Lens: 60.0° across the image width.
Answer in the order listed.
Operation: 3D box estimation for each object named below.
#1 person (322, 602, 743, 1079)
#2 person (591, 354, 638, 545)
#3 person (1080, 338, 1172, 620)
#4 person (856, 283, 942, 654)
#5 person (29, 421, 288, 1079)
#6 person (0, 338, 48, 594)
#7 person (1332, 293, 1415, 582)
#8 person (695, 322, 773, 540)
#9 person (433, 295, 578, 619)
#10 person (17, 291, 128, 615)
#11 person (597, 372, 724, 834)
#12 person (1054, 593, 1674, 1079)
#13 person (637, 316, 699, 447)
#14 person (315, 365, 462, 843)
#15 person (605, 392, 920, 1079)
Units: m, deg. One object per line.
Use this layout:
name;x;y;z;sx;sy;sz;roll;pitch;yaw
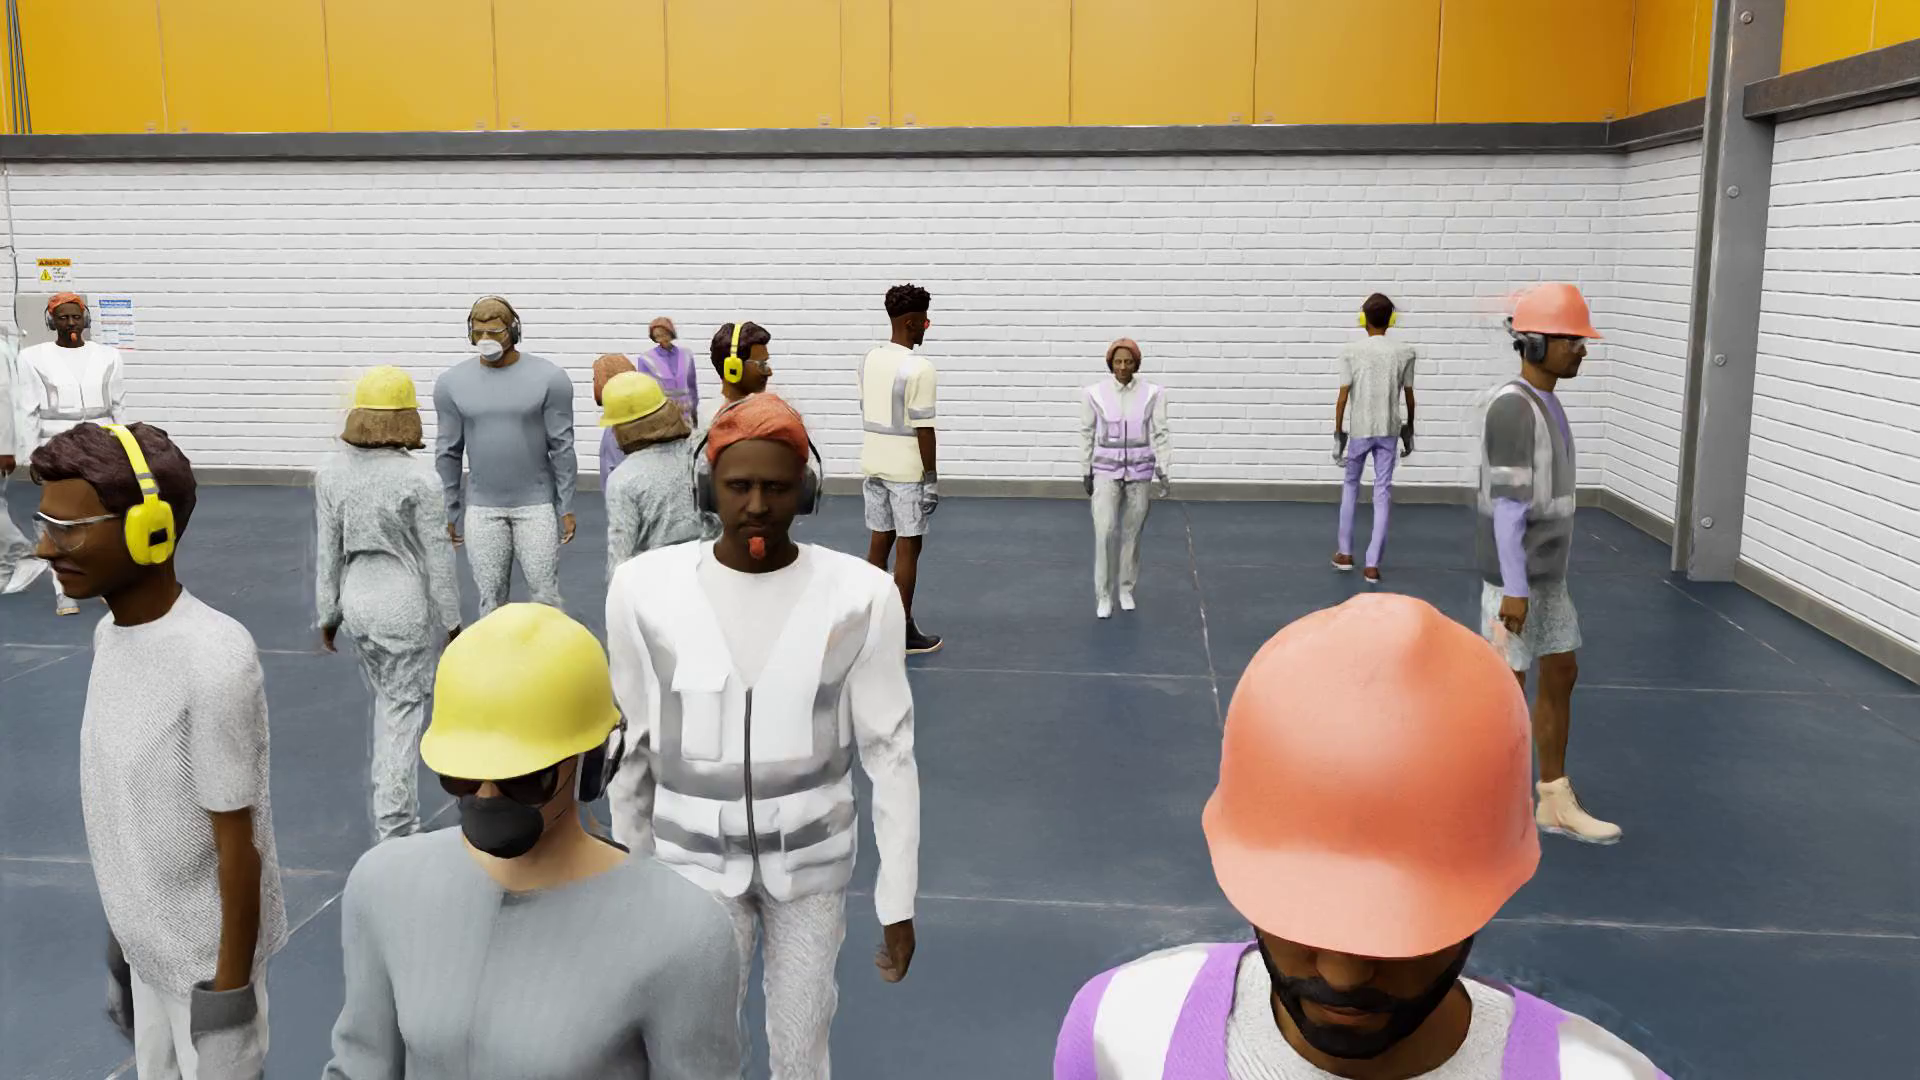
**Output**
person;-0.506;0.898;2.158;0.529;1.730;0.859;3;10;18
person;-1.637;-0.096;8.164;0.283;1.628;0.506;0;10;2
person;0.962;-0.352;9.636;0.521;1.612;0.657;0;10;0
person;-0.314;-0.373;8.800;0.375;1.959;0.599;-8;13;-39
person;-1.302;0.727;2.774;0.506;1.864;0.332;9;14;43
person;-5.938;-0.585;10.157;0.454;1.903;0.628;-9;14;-43
person;2.700;-0.678;10.858;0.532;1.840;0.781;2;10;9
person;-0.876;0.079;6.499;0.347;1.853;0.536;-2;10;-12
person;-2.061;-0.145;7.581;0.640;1.927;0.386;-1;10;-3
person;-5.183;-0.511;9.788;0.575;1.883;0.355;-9;14;-43
person;-1.004;0.236;6.026;0.440;1.698;0.595;9;13;42
person;0.290;0.972;1.311;0.547;1.877;0.992;4;11;20
person;-2.291;-0.965;13.151;0.568;1.607;0.385;-8;13;-38
person;-1.970;0.254;5.842;0.489;1.728;0.495;3;10;18
person;-0.369;0.670;3.091;0.598;1.854;0.803;-1;10;-5
